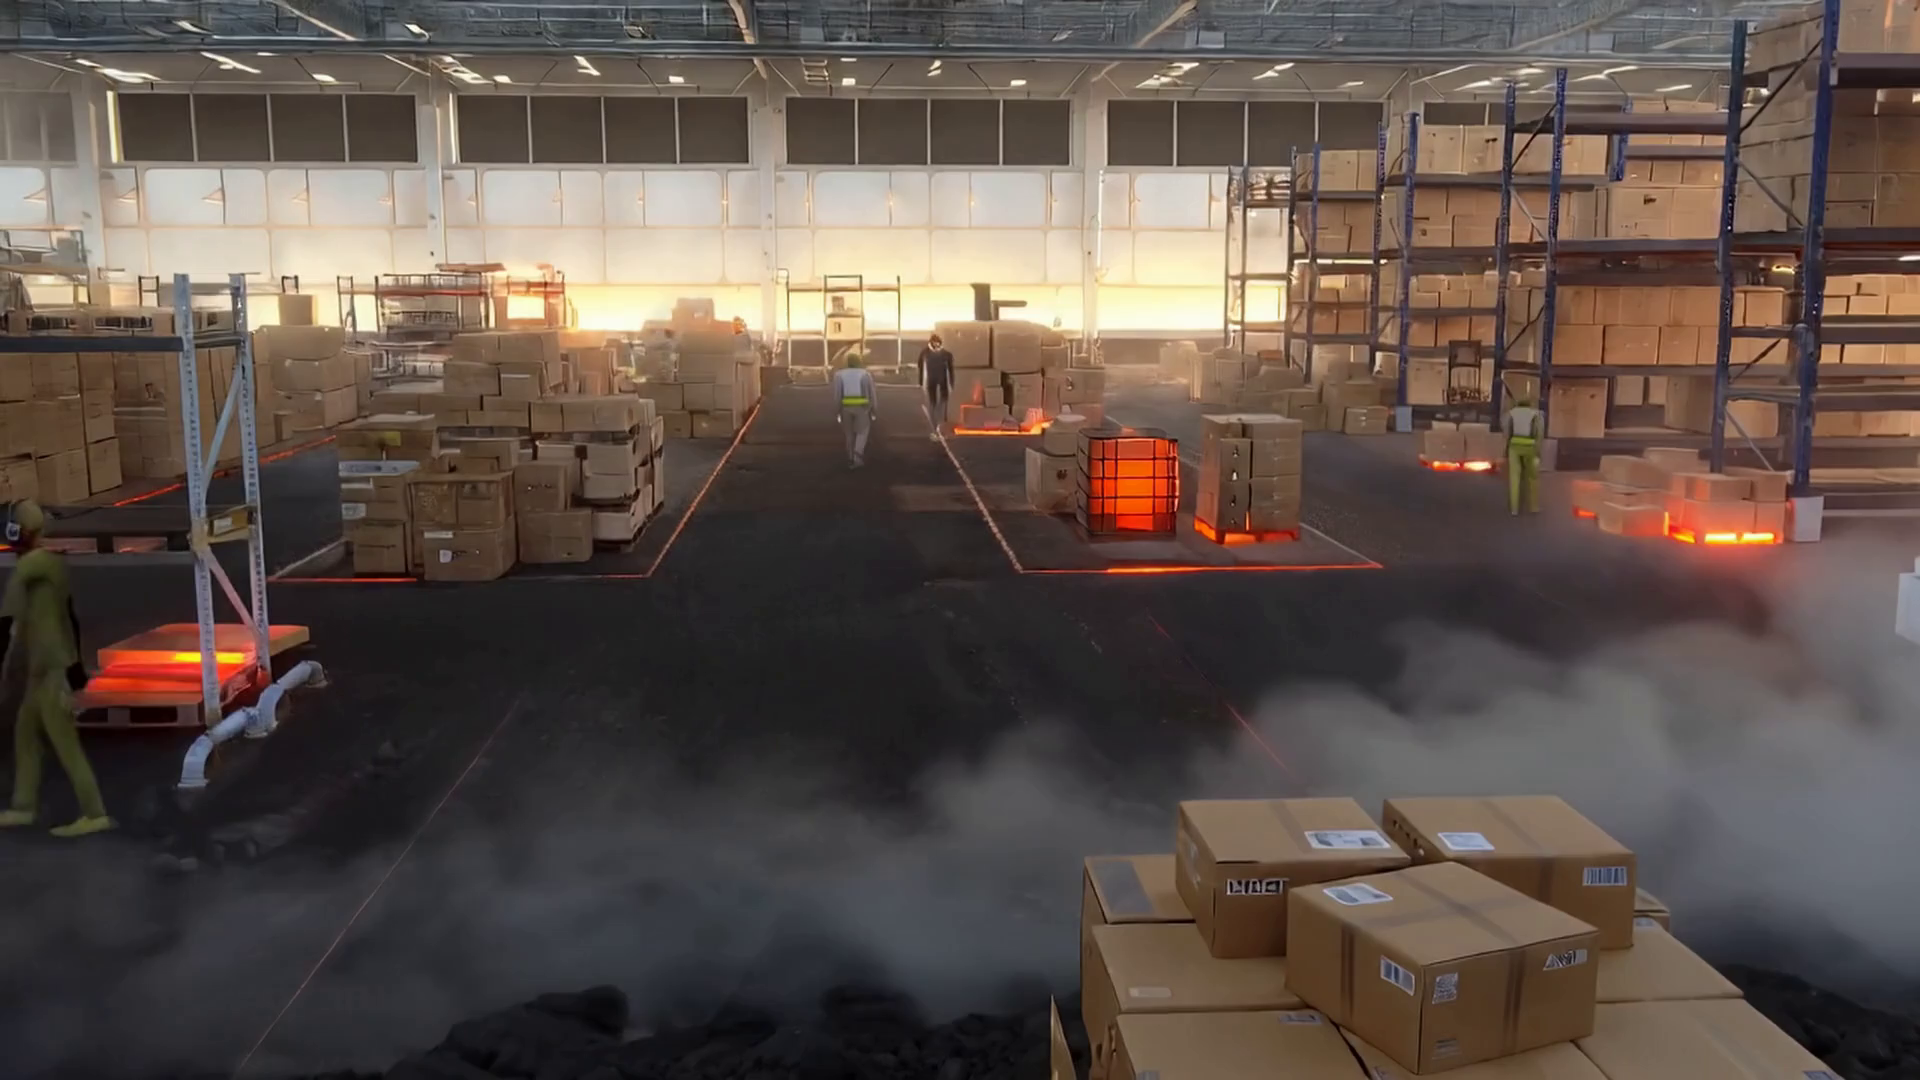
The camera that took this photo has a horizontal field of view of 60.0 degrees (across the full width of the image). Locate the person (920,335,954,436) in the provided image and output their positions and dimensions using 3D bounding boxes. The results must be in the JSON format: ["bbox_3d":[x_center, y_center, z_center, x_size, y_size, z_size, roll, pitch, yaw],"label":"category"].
[{"bbox_3d":[-0.461,-2.964,31.702,0.630,1.913,0.931,-2,9,-11],"label":"person"}]

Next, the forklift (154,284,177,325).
[{"bbox_3d":[-17.795,-4.385,37.562,1.873,2.768,1.129,-6,11,-32],"label":"forklift"}]

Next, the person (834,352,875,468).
[{"bbox_3d":[-1.651,-2.028,26.037,0.648,1.832,0.436,1,9,6],"label":"person"}]

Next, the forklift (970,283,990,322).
[{"bbox_3d":[0.513,-4.765,39.952,1.873,2.768,1.129,-1,9,-4],"label":"forklift"}]

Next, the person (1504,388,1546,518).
[{"bbox_3d":[7.098,-1.099,20.871,0.529,1.613,0.686,6,11,34],"label":"person"}]

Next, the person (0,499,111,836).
[{"bbox_3d":[-5.019,0.702,8.883,0.867,1.832,0.542,-1,9,-3],"label":"person"}]

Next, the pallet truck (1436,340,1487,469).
[{"bbox_3d":[8.004,-2.170,26.422,0.823,1.965,1.885,2,9,14],"label":"pallet truck"}]

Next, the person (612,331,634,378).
[{"bbox_3d":[-8.048,-4.133,39.726,0.540,1.690,0.460,-2,9,-13],"label":"person"}]

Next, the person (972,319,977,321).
[{"bbox_3d":[0.457,-4.323,40.004,0.643,1.976,0.619,3,10,19],"label":"person"}]

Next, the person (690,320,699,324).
[{"bbox_3d":[-6.469,-4.482,41.192,0.503,1.920,0.564,-3,10,-21],"label":"person"}]
